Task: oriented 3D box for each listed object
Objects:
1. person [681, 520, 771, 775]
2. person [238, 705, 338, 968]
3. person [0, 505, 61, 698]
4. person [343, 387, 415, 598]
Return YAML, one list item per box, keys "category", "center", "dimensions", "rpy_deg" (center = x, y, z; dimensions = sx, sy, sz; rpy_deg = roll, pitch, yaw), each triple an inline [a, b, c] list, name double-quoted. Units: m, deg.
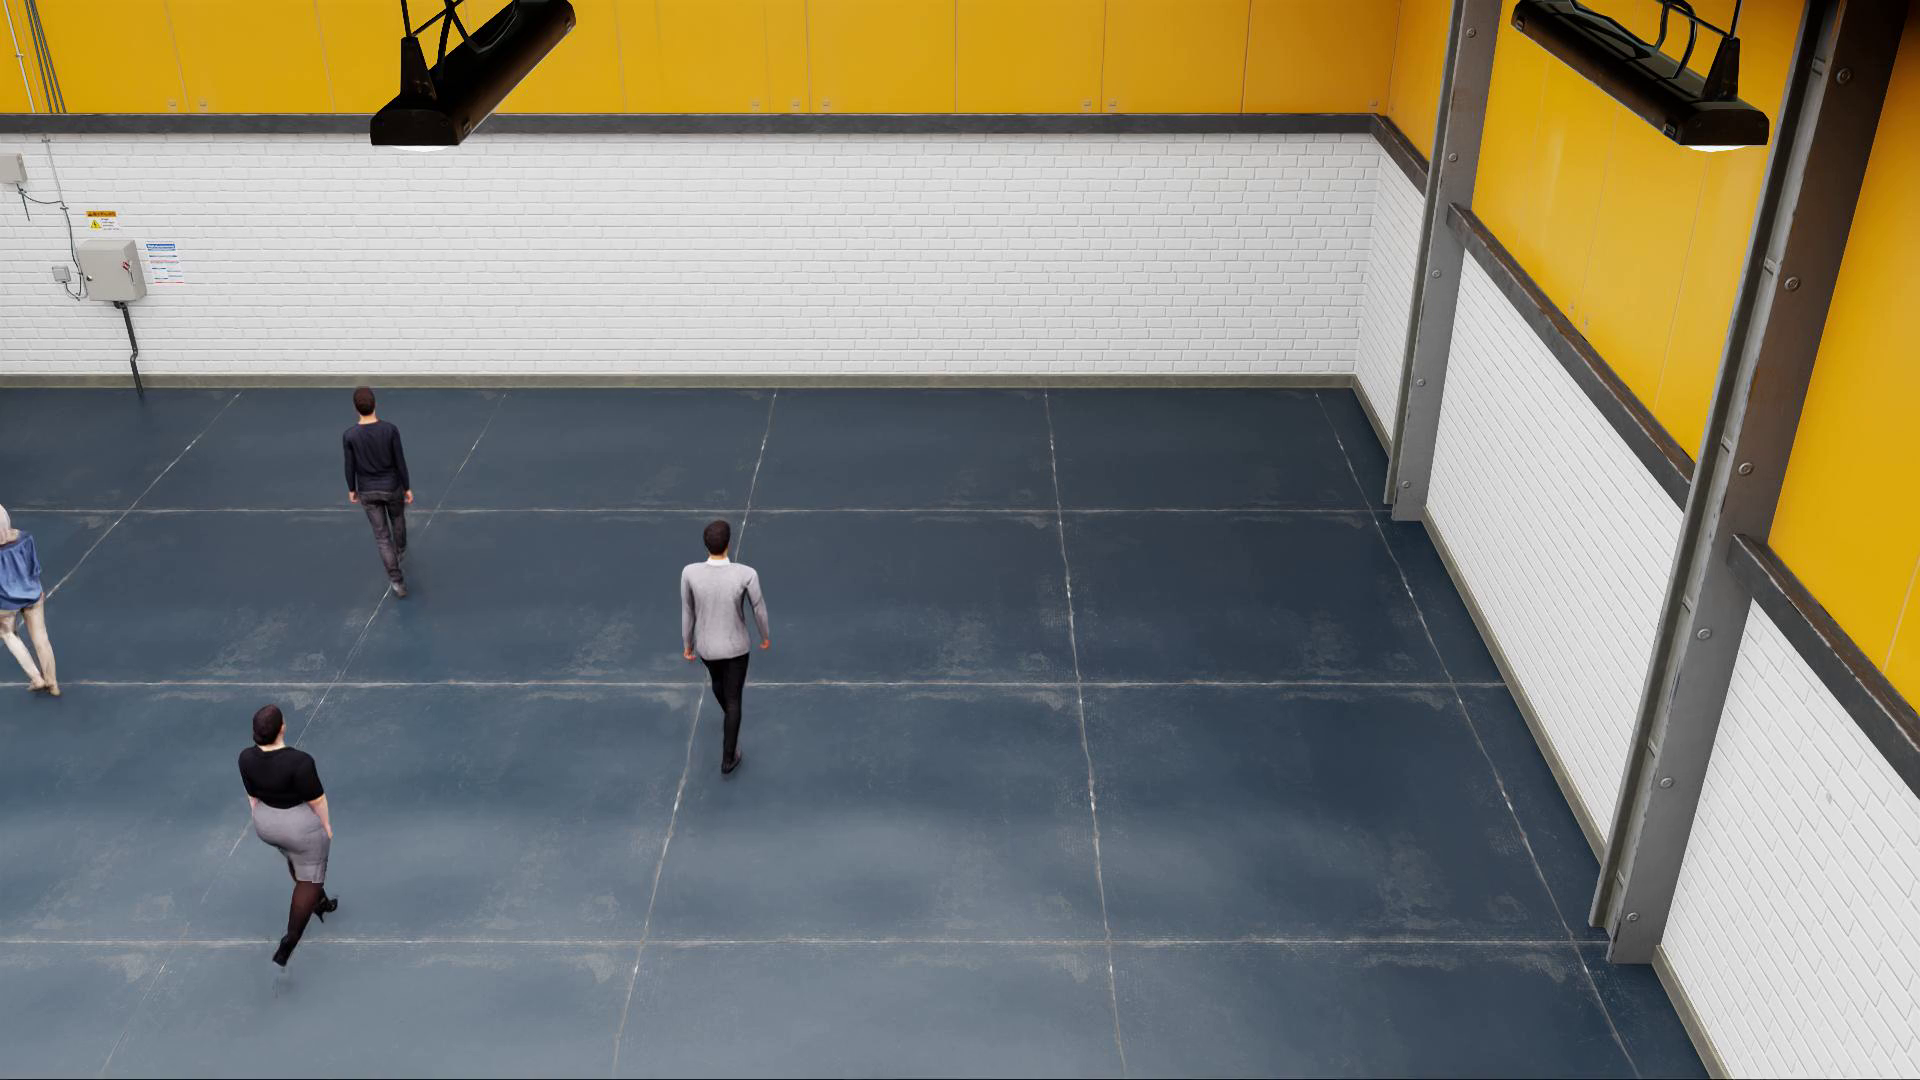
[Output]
- category: "person"
  center: [-1.725, 0.814, 12.023]
  dimensions: [0.835, 1.868, 1.243]
  rpy_deg: [3, 29, 6]
- category: "person"
  center: [-4.162, 1.842, 10.275]
  dimensions: [0.786, 1.736, 1.131]
  rpy_deg: [5, 29, 10]
- category: "person"
  center: [-7.207, 0.501, 12.786]
  dimensions: [0.806, 1.687, 0.741]
  rpy_deg: [24, 36, 36]
- category: "person"
  center: [-4.936, -0.368, 14.223]
  dimensions: [0.974, 1.835, 1.201]
  rpy_deg: [-13, 31, -23]
